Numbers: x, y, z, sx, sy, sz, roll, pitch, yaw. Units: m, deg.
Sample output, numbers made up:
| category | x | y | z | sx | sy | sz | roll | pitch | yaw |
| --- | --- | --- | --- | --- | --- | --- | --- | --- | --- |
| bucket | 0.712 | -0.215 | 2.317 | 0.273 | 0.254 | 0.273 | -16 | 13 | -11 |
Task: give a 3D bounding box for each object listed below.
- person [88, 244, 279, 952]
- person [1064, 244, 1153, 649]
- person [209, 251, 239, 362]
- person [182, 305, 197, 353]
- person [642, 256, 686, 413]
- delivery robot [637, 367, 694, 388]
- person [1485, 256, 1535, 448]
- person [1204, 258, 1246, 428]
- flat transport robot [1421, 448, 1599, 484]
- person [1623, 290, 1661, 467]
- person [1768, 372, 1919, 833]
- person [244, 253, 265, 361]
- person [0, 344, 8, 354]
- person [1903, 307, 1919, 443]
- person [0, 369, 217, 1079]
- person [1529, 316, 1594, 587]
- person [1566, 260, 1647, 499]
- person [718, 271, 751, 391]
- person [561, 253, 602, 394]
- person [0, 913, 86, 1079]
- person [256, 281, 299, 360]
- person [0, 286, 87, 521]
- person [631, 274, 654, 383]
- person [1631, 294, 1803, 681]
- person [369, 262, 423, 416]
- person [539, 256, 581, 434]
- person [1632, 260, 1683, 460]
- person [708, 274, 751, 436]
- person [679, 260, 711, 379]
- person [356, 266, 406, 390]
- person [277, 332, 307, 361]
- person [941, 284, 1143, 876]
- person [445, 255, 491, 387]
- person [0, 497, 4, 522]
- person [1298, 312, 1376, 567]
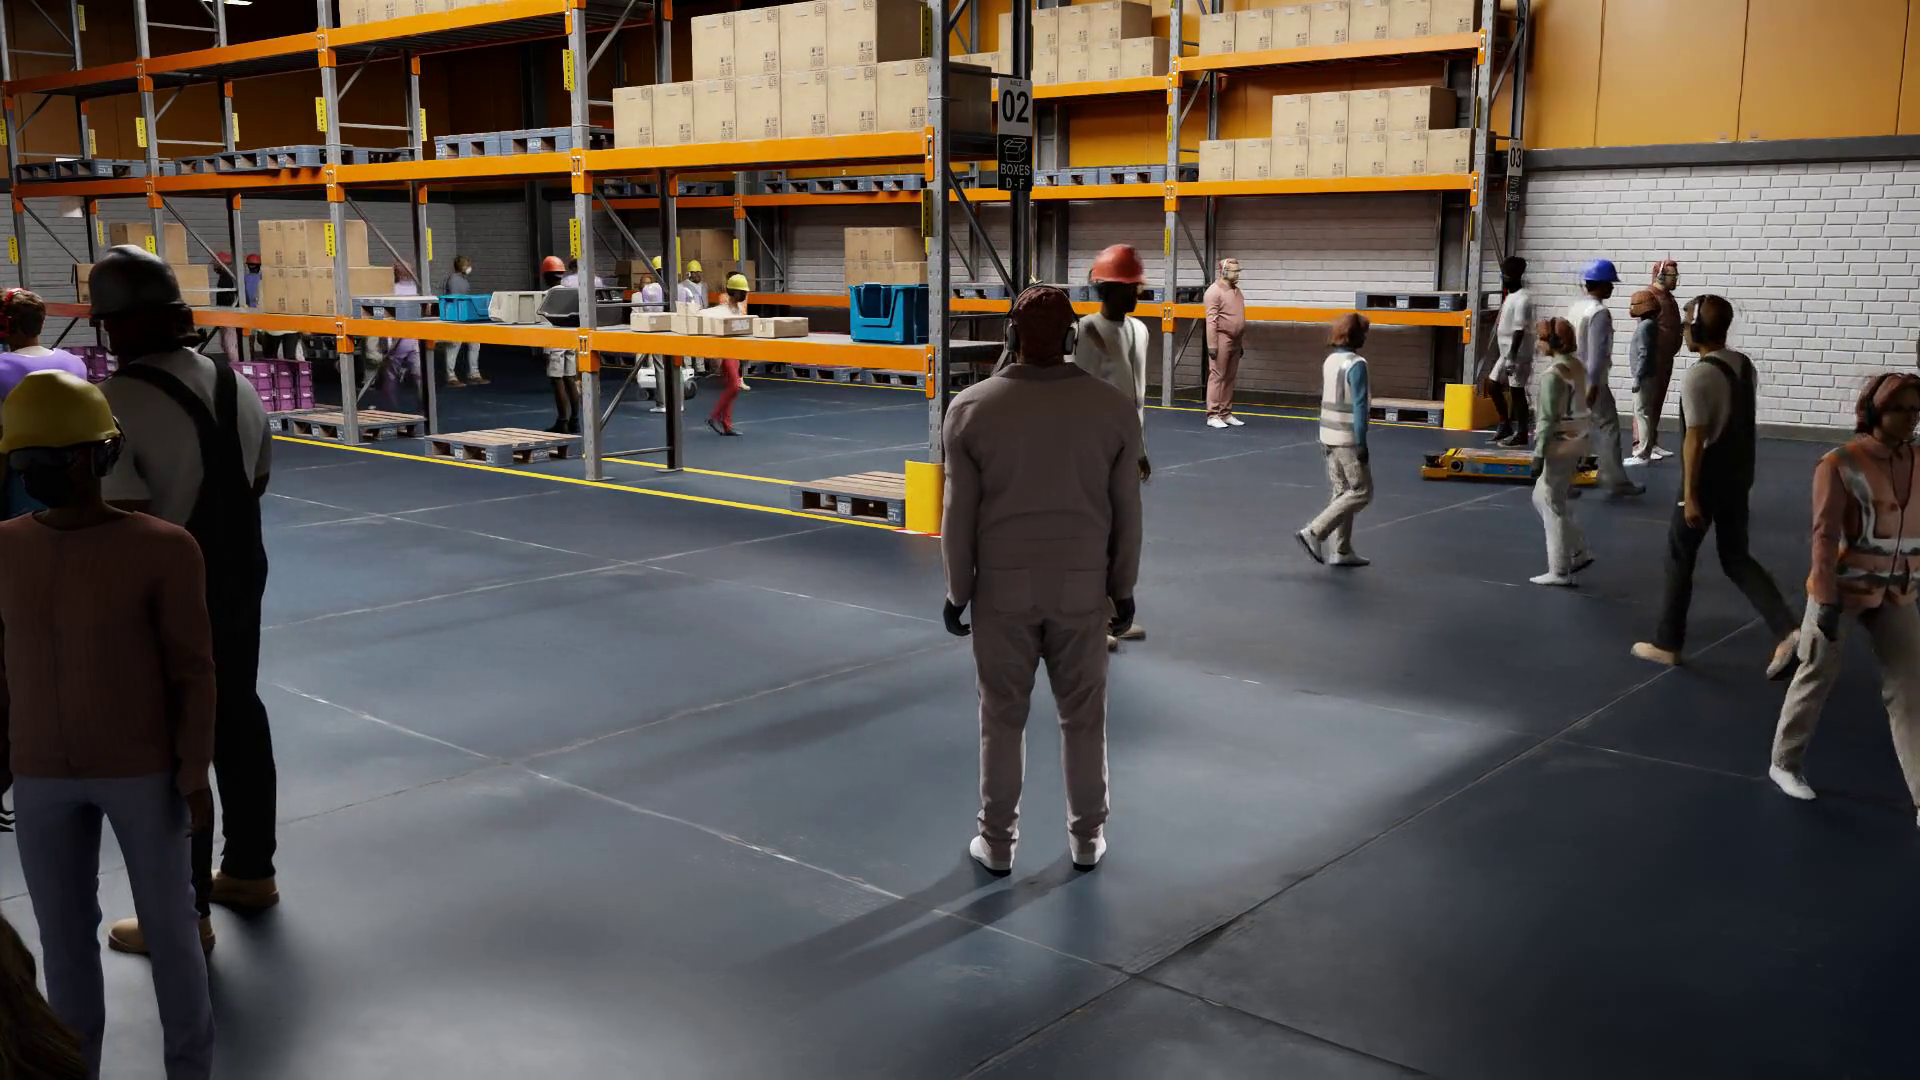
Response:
| category | x | y | z | sx | sy | sz | roll | pitch | yaw |
| --- | --- | --- | --- | --- | --- | --- | --- | --- | --- |
| person | -2.329 | 0.166 | 4.836 | 0.536 | 2.000 | 0.684 | 2 | 10 | 13 |
| person | 0.784 | -0.466 | 8.436 | 0.394 | 2.039 | 0.614 | 8 | 13 | 40 |
| person | -10.758 | -3.243 | 24.443 | 0.422 | 1.977 | 0.619 | -2 | 10 | -10 |
| person | -7.283 | -1.544 | 15.156 | 0.652 | 1.836 | 0.478 | 0 | 10 | -2 |
| person | -3.643 | -2.517 | 20.444 | 0.594 | 1.922 | 0.385 | -8 | 13 | -37 |
| delivery robot | -3.911 | -2.169 | 22.090 | 0.707 | 0.478 | 0.477 | 1 | 10 | 7 |
| person | 5.537 | -1.878 | 16.752 | 0.578 | 1.938 | 0.648 | 1 | 10 | 7 |
| person | 3.023 | -2.224 | 18.828 | 0.409 | 1.905 | 0.651 | 8 | 13 | 39 |
| flat transport robot | 4.818 | -0.658 | 14.564 | 1.431 | 0.197 | 0.652 | 4 | 11 | 21 |
| person | 6.330 | -1.496 | 15.457 | 0.278 | 1.631 | 0.505 | 6 | 11 | 29 |
| person | 3.219 | 0.214 | 5.842 | 0.530 | 1.591 | 0.838 | -2 | 10 | -8 |
| person | -11.304 | -3.630 | 26.753 | 0.551 | 1.932 | 0.378 | -1 | 10 | -5 |
| person | -12.072 | -2.418 | 20.574 | 0.368 | 1.684 | 0.536 | 9 | 14 | 43 |
| person | 9.395 | -1.695 | 16.050 | 0.566 | 1.838 | 0.416 | -4 | 11 | -20 |
| person | -1.904 | 0.510 | 3.662 | 0.527 | 1.768 | 0.313 | 0 | 10 | -3 |
| person | 3.546 | -0.516 | 9.885 | 0.360 | 1.617 | 0.530 | 7 | 12 | 34 |
| person | 5.173 | -1.282 | 13.409 | 0.890 | 1.910 | 0.626 | -1 | 10 | -5 |
| person | -3.190 | -2.953 | 23.573 | 0.315 | 1.696 | 0.541 | 8 | 13 | 39 |
| person | -5.192 | -2.976 | 22.841 | 0.604 | 2.010 | 0.956 | -3 | 10 | -15 |
| person | -0.712 | 0.965 | 1.137 | 0.487 | 1.744 | 0.297 | -1 | 10 | -6 |
| person | -8.734 | -2.697 | 21.369 | 0.622 | 1.954 | 0.787 | -6 | 12 | -30 |
| person | -4.183 | -0.219 | 7.573 | 0.387 | 1.849 | 0.566 | 3 | 10 | 15 |
| person | -4.700 | -3.178 | 25.036 | 0.504 | 1.631 | 0.280 | -7 | 12 | -36 |
| person | 3.633 | -0.244 | 7.833 | 0.512 | 1.820 | 0.813 | -5 | 11 | -27 |
| person | -6.460 | -2.266 | 19.203 | 0.993 | 1.851 | 0.677 | 8 | 13 | 39 |
| person | -4.371 | -2.102 | 18.042 | 0.373 | 1.934 | 0.551 | 4 | 11 | 22 |
| person | 6.732 | -1.731 | 16.023 | 0.409 | 1.905 | 0.651 | 8 | 13 | 39 |
| person | -2.434 | -1.963 | 17.811 | 0.441 | 1.745 | 0.534 | 3 | 10 | 15 |
| person | -4.112 | -3.422 | 25.853 | 0.404 | 1.831 | 0.600 | 8 | 13 | 39 |
| person | -8.313 | -3.023 | 23.693 | 0.690 | 1.804 | 0.599 | -2 | 10 | -10 |
| person | -9.093 | -2.903 | 22.439 | 0.612 | 1.995 | 0.392 | 2 | 10 | 10 |
| person | 0.258 | 0.139 | 5.372 | 0.651 | 1.907 | 0.409 | -1 | 10 | -6 |
| person | -7.185 | -3.170 | 24.181 | 0.761 | 1.911 | 0.643 | 1 | 10 | 3 |
| person | -4.478 | -0.193 | 7.482 | 0.592 | 1.828 | 0.404 | -2 | 10 | -10 |
| person | 2.392 | -0.618 | 10.447 | 0.463 | 1.623 | 0.538 | -2 | 10 | -9 |
